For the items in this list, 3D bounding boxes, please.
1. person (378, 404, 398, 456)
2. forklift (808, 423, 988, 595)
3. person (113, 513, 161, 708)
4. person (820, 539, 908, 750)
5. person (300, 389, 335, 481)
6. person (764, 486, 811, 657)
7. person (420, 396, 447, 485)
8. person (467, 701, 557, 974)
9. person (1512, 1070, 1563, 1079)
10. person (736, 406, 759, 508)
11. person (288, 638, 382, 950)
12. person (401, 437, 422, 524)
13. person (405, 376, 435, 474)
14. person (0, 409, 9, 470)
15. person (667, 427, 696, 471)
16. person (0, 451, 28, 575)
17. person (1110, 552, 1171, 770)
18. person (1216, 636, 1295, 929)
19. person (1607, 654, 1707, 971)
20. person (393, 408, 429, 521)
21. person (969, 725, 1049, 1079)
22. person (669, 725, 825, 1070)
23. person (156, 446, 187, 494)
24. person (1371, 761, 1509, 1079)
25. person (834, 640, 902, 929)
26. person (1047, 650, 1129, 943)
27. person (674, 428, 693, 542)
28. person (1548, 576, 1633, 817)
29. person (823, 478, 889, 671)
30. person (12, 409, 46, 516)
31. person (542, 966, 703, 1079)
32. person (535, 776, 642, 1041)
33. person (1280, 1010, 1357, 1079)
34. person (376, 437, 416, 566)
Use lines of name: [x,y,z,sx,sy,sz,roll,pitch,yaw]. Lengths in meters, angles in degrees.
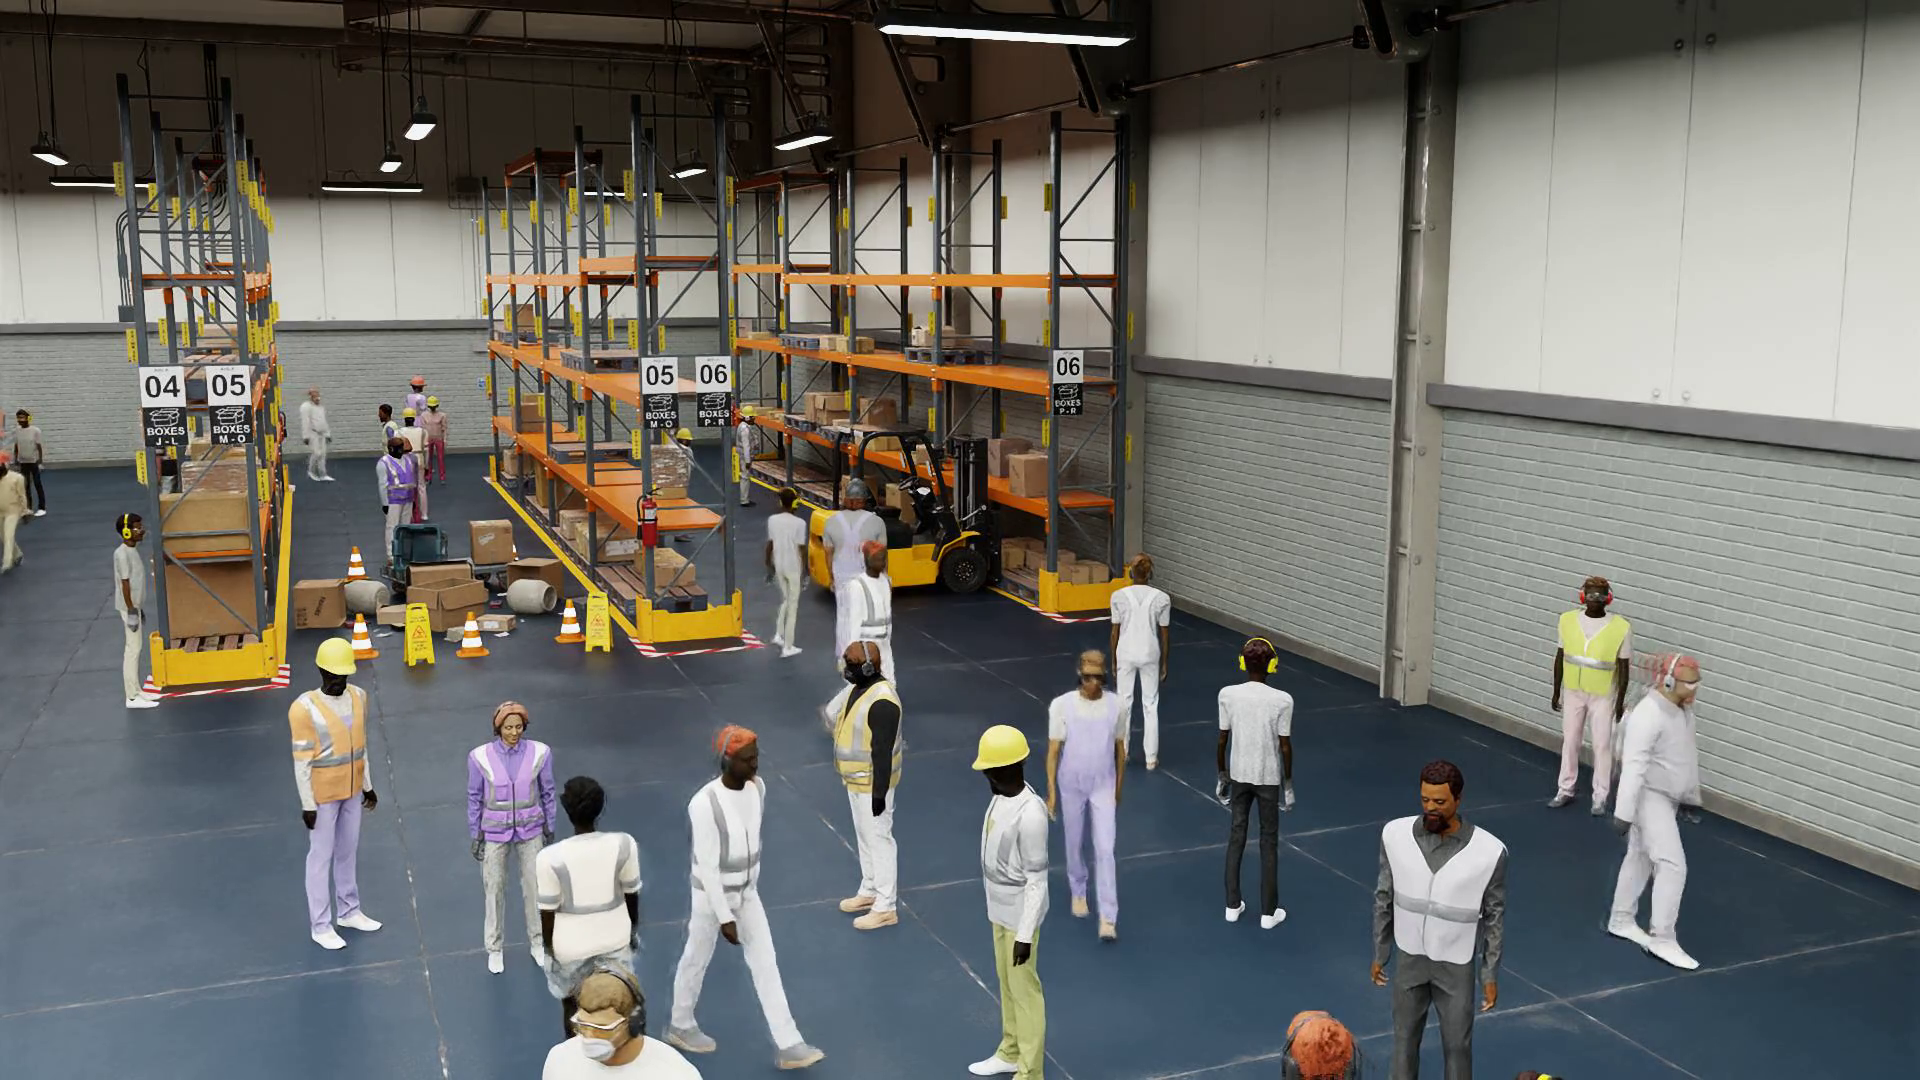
person: [-9.917,-1.426,29.055,0.397,1.910,0.585,-3,10,-20]
forklift: [-0.830,-0.399,21.676,2.313,2.155,1.214,-4,10,-21]
person: [-7.914,0.671,15.955,0.327,1.874,0.519,-3,10,-21]
person: [-0.847,0.901,14.592,0.824,1.858,0.574,6,11,34]
person: [-12.856,-2.087,33.255,0.391,1.887,0.731,2,9,12]
person: [-1.845,0.340,18.060,0.559,1.857,0.415,5,10,30]
person: [-10.404,-1.967,32.897,0.523,1.767,0.313,-1,9,-9]
person: [-2.658,1.754,9.897,0.514,1.634,0.313,-4,10,-22]
person: [1.624,2.437,4.865,0.323,1.865,0.518,2,9,12]
person: [-3.784,-1.477,29.644,0.405,1.824,0.585,-2,9,-10]
person: [-3.851,1.545,10.303,0.382,1.920,0.585,4,10,23]
person: [-8.593,-0.783,25.849,0.270,1.632,0.504,4,10,21]
person: [-11.262,-2.384,34.653,0.607,2.041,0.377,6,11,34]
person: [-19.893,-2.133,34.333,0.307,1.639,0.525,1,9,8]
person: [-4.994,-1.311,29.380,0.558,1.573,0.874,-5,10,-28]
person: [-13.331,-0.409,23.242,0.572,1.718,0.835,-1,9,-5]
person: [1.500,1.016,13.910,0.501,1.839,0.342,1,9,5]
person: [1.882,1.536,10.578,0.512,1.858,0.329,5,10,29]
person: [4.286,1.607,10.031,0.773,1.877,0.657,7,12,39]
person: [-9.236,-1.264,28.012,0.589,1.917,0.419,-7,11,-37]
person: [0.251,1.859,8.338,0.382,1.917,0.585,-2,9,-15]
person: [-1.170,1.857,8.645,1.008,1.823,0.563,6,11,34]
person: [-12.574,-1.077,26.487,0.446,2.032,0.611,4,10,23]
person: [2.220,1.950,7.756,0.599,1.917,0.377,5,10,30]
person: [-0.592,1.539,10.616,0.429,1.838,0.622,-3,10,-21]
person: [0.802,1.588,10.409,0.517,1.795,0.956,0,9,1]
person: [-4.308,-0.860,25.926,0.327,1.765,0.529,0,9,0]
person: [4.846,1.185,12.788,0.565,1.849,0.390,7,12,38]
person: [-1.061,0.363,17.365,0.682,2.000,0.537,2,9,10]
person: [-16.003,-1.325,28.577,0.499,1.861,0.326,0,9,0]
person: [-1.097,2.307,5.481,0.627,1.933,0.367,4,10,24]
person: [-1.804,1.999,8.213,0.533,1.673,0.742,-5,10,-28]
person: [1.104,2.381,5.200,0.619,1.862,0.487,-2,9,-12]
person: [-8.009,-0.551,23.741,0.429,1.842,0.634,4,10,24]
